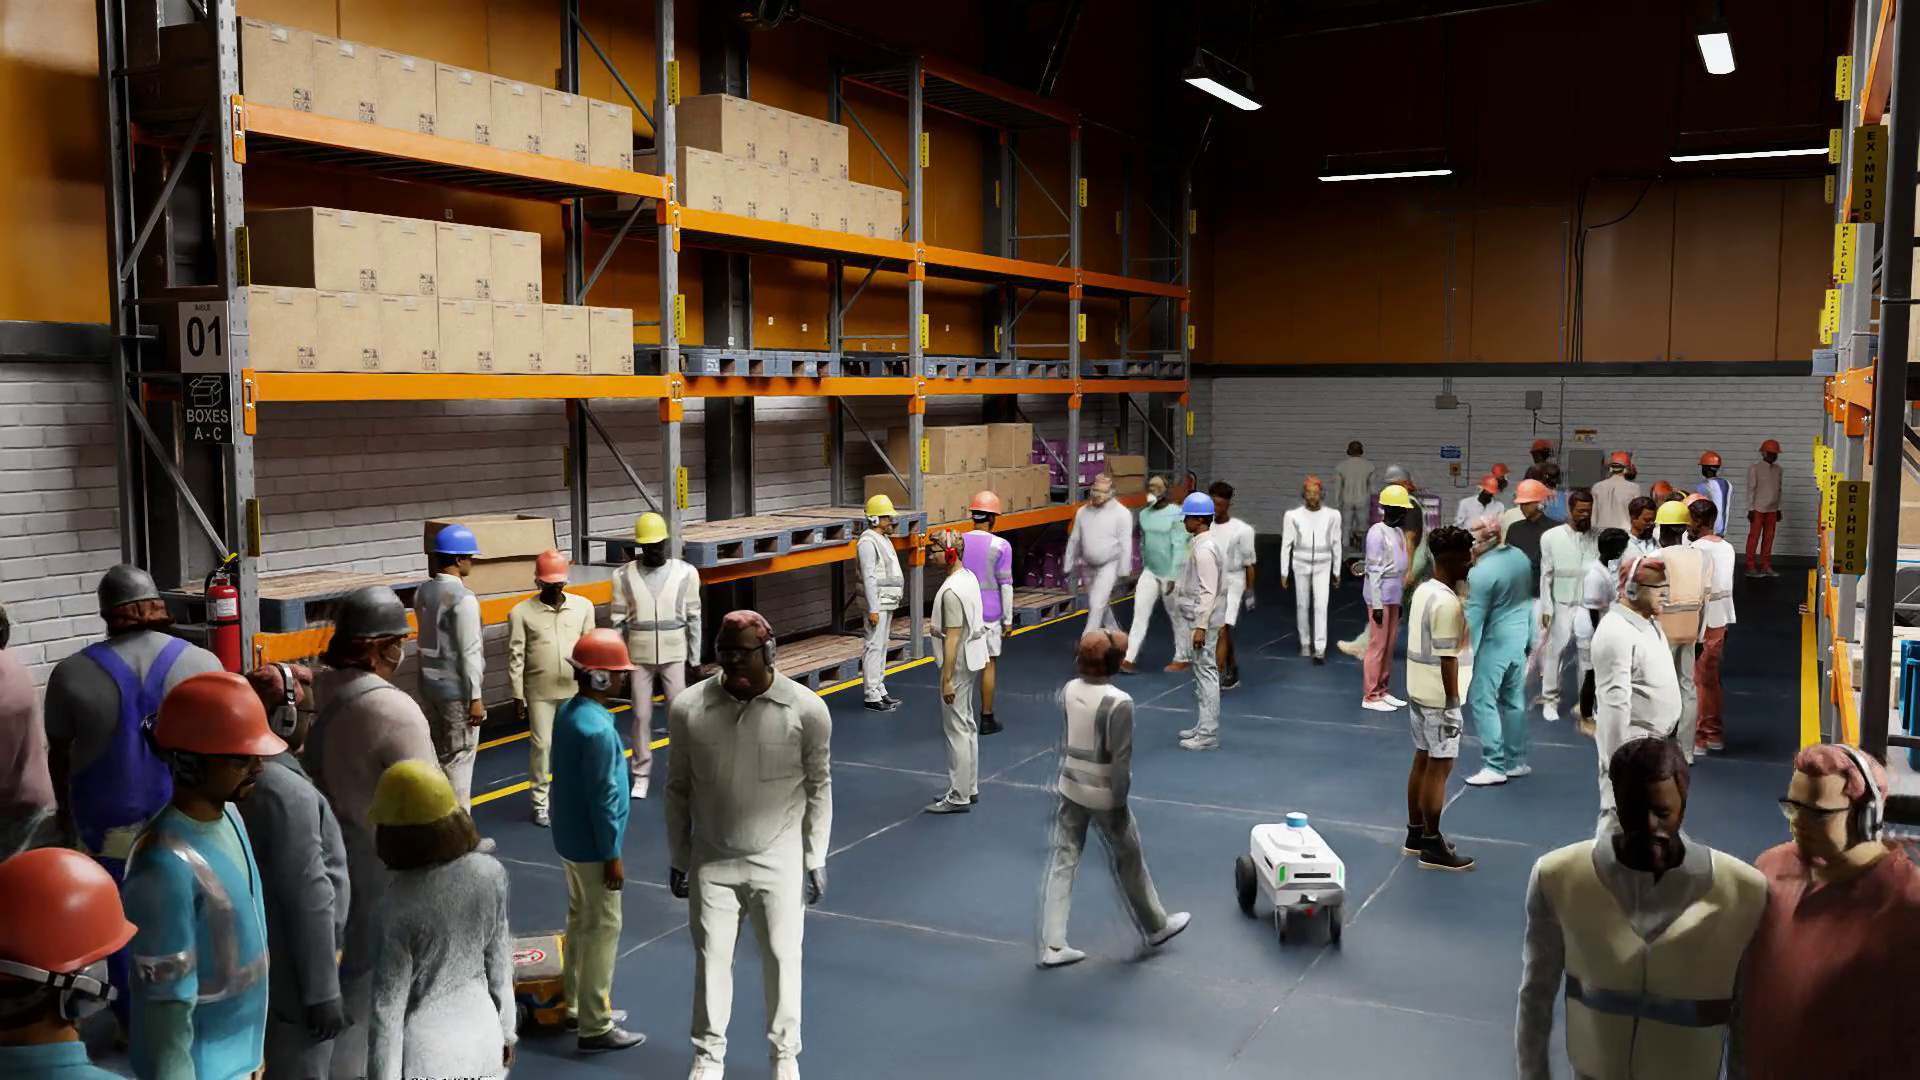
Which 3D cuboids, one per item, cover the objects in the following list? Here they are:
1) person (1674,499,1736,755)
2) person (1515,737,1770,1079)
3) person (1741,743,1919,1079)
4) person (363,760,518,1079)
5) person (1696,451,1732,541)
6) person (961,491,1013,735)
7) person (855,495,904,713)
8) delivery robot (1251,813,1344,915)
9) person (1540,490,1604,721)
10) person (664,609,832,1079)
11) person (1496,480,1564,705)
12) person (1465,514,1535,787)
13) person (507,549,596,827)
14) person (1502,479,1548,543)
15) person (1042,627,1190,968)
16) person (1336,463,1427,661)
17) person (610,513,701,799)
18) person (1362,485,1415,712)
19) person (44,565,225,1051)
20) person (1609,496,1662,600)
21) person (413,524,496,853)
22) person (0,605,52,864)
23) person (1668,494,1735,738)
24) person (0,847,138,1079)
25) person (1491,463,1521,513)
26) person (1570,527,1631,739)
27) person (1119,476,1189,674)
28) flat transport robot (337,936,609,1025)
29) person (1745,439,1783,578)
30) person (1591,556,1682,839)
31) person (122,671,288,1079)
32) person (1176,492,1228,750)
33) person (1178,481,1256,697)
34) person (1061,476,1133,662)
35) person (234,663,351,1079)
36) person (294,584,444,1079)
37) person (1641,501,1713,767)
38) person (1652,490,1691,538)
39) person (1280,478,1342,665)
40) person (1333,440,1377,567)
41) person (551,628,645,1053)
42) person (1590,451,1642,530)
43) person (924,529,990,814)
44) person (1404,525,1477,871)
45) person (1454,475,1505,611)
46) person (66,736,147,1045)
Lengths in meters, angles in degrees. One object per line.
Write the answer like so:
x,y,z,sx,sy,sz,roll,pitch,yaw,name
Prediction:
5.583,0.648,12.450,0.599,1.905,0.388,-5,7,-41,person
1.738,1.429,4.269,0.601,1.866,0.999,2,6,23,person
2.206,1.429,4.128,0.599,1.893,0.661,-1,5,-14,person
-1.440,1.462,4.683,0.409,1.740,0.504,3,6,30,person
9.286,-0.131,20.627,0.543,1.940,0.361,-3,6,-25,person
0.169,0.575,13.128,0.553,1.923,0.391,2,6,23,person
-0.676,0.532,14.057,0.404,1.833,0.590,1,5,8,person
1.711,1.637,8.469,0.477,0.478,0.707,0,5,-2,delivery robot
5.032,0.538,13.623,0.589,1.908,0.405,0,5,1,person
-0.814,1.212,6.357,0.643,1.908,0.399,0,5,2,person
4.799,0.468,14.124,0.995,1.941,0.661,-3,6,-29,person
3.732,0.748,11.566,0.742,1.873,0.396,-4,7,-39,person
-2.527,0.919,10.396,0.574,1.739,0.353,-3,6,-31,person
6.067,0.225,17.772,0.327,1.753,0.560,-4,7,-38,person
0.719,1.211,7.951,0.831,1.591,0.541,-4,7,-36,person
4.320,0.199,16.531,1.023,2.000,0.704,2,6,22,person
-2.024,0.770,11.065,0.602,1.915,0.423,-1,5,-10,person
3.627,0.491,14.072,0.399,1.919,0.582,4,7,38,person
-3.504,1.075,7.105,0.689,2.000,0.787,-3,6,-30,person
5.210,0.607,12.872,0.600,1.909,0.398,-3,6,-32,person
-2.969,0.877,9.782,0.411,1.938,0.610,-5,7,-44,person
-4.087,1.157,7.056,0.406,1.892,0.665,-4,7,-36,person
5.656,0.603,12.819,0.546,1.927,0.405,5,7,43,person
-1.504,1.500,2.774,0.613,1.994,0.395,0,5,1,person
7.173,-0.157,22.076,0.572,1.711,0.770,5,7,44,person
4.953,0.724,12.827,0.402,1.666,0.564,4,7,37,person
1.825,0.351,15.689,0.977,1.896,0.636,-5,7,-42,person
-2.275,1.939,7.223,1.431,0.197,0.652,-2,6,-16,flat transport robot
11.535,-0.448,23.804,0.621,1.986,0.415,-2,6,-22,person
3.388,1.028,8.334,0.409,1.905,0.651,4,6,34,person
-1.935,1.344,4.318,0.420,2.031,0.605,-1,5,-11,person
1.825,0.611,12.597,0.401,1.945,0.614,1,5,9,person
2.297,0.434,14.724,0.611,1.917,0.995,4,7,40,person
1.432,0.277,16.706,0.764,1.861,0.800,4,7,38,person
-2.095,1.326,5.158,0.639,1.903,0.406,4,7,40,person
-2.092,1.152,6.285,0.692,2.000,0.845,5,7,43,person
5.100,0.681,11.951,0.587,1.927,0.367,-2,6,-17,person
6.048,0.516,14.037,0.328,1.872,0.509,-3,6,-26,person
3.490,0.302,16.556,0.604,1.826,1.003,1,5,10,person
5.945,-0.535,25.055,0.636,1.930,0.391,1,5,12,person
-1.509,1.236,6.946,0.365,1.743,0.570,-3,6,-27,person
7.713,-0.051,19.543,0.405,1.986,0.620,-5,7,-43,person
-0.014,0.842,10.725,0.394,1.836,0.560,1,5,9,person
2.751,0.887,9.527,0.362,1.963,0.614,0,5,0,person
6.072,0.084,19.509,0.628,1.706,0.525,0,5,3,person
-3.487,1.290,6.982,0.533,1.617,0.407,0,5,4,person
